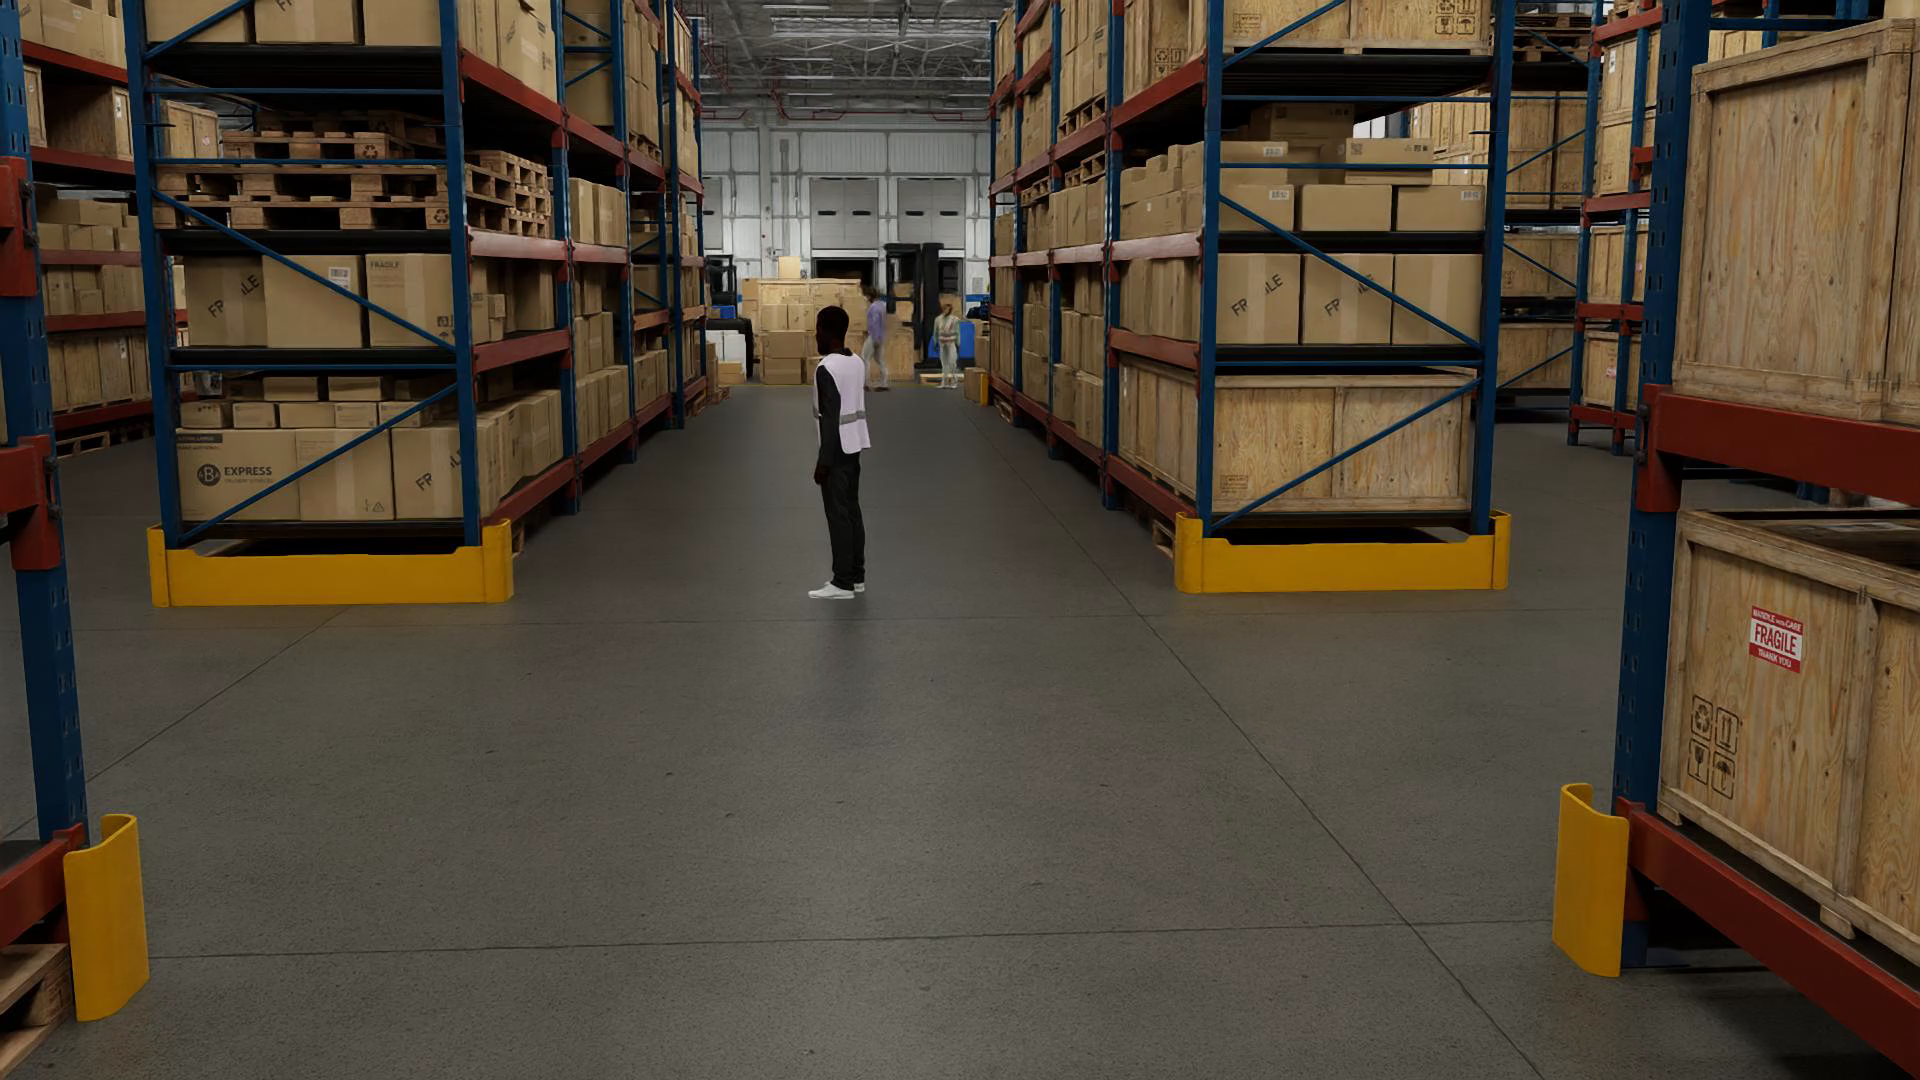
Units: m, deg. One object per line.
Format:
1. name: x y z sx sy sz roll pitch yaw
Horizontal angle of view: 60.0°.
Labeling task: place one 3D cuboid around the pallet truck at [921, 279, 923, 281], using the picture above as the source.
1. pallet truck: -0.932 -8.922 63.114 1.885 1.965 0.823 2 9 13

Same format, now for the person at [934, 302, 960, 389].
1. person: -0.237 -3.606 30.923 0.534 1.615 0.389 4 10 24

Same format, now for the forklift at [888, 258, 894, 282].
1. forklift: -1.537 -6.556 45.497 1.129 2.768 1.873 -2 9 -13

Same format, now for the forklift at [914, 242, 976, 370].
1. forklift: -0.619 -5.162 36.742 1.873 2.768 1.129 -1 9 -5

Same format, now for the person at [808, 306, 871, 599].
1. person: -0.788 -0.570 10.922 0.375 1.917 0.599 3 9 16

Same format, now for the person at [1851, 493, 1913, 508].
1. person: 5.554 -0.227 9.718 0.729 1.602 0.535 -1 9 -6

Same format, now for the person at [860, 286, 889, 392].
1. person: -1.657 -3.625 30.126 0.812 1.906 0.652 1 9 4

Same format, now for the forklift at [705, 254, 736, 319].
1. forklift: -8.230 -8.396 57.051 1.129 2.768 1.873 -1 9 -4

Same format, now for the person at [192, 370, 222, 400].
1. person: -9.266 -2.108 20.423 0.609 1.964 0.367 8 12 42
